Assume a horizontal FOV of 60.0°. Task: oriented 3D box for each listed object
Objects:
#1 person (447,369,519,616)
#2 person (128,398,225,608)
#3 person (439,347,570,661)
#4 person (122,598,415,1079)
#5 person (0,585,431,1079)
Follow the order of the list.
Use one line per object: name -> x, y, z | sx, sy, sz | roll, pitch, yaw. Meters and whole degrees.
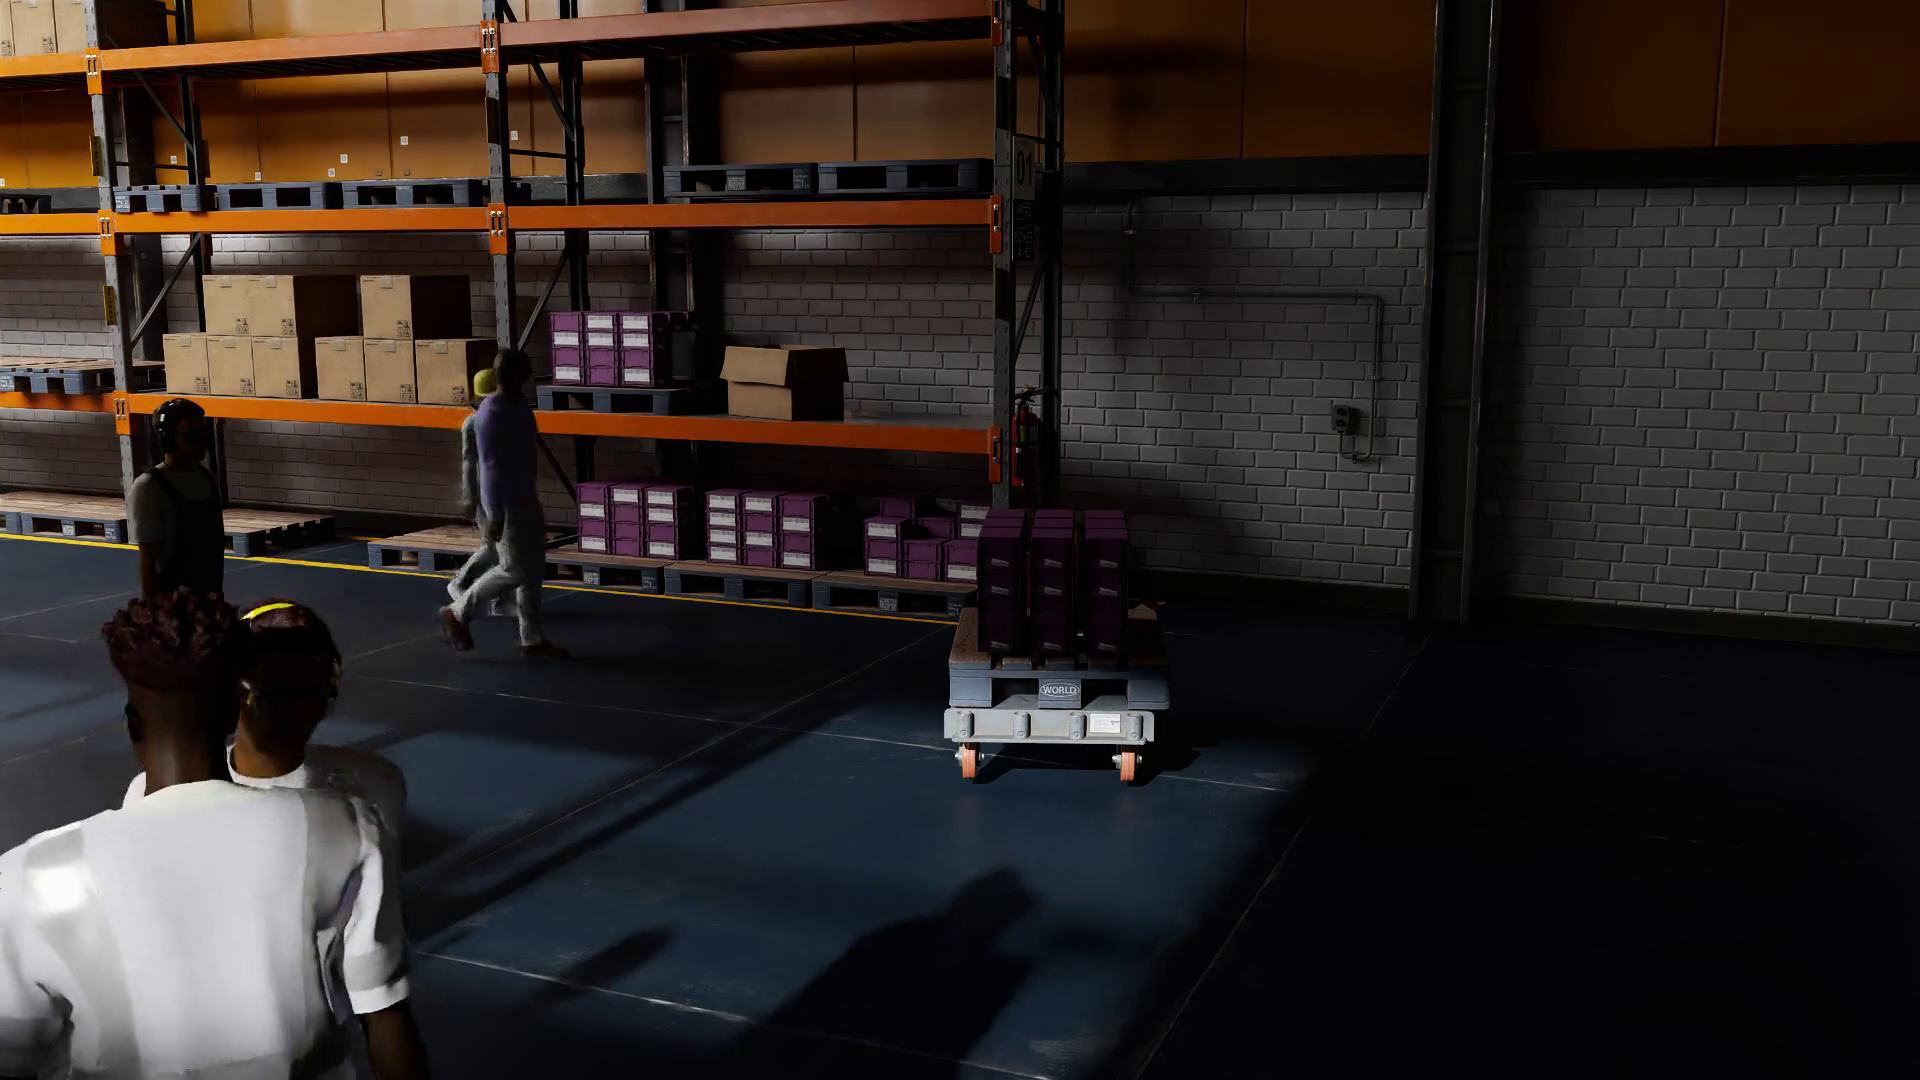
person -> -3.205, -0.306, 11.251 | 0.436, 1.712, 0.506 | 2, 10, 11
person -> -3.350, 0.305, 7.230 | 0.349, 1.846, 0.506 | 2, 10, 10
person -> -2.768, -0.204, 10.055 | 0.685, 1.919, 0.639 | 1, 10, 7
person -> -1.329, 0.991, 3.218 | 0.545, 1.824, 0.957 | -2, 10, -12
person -> -1.238, 1.028, 2.731 | 0.700, 1.899, 1.023 | -6, 11, -32
